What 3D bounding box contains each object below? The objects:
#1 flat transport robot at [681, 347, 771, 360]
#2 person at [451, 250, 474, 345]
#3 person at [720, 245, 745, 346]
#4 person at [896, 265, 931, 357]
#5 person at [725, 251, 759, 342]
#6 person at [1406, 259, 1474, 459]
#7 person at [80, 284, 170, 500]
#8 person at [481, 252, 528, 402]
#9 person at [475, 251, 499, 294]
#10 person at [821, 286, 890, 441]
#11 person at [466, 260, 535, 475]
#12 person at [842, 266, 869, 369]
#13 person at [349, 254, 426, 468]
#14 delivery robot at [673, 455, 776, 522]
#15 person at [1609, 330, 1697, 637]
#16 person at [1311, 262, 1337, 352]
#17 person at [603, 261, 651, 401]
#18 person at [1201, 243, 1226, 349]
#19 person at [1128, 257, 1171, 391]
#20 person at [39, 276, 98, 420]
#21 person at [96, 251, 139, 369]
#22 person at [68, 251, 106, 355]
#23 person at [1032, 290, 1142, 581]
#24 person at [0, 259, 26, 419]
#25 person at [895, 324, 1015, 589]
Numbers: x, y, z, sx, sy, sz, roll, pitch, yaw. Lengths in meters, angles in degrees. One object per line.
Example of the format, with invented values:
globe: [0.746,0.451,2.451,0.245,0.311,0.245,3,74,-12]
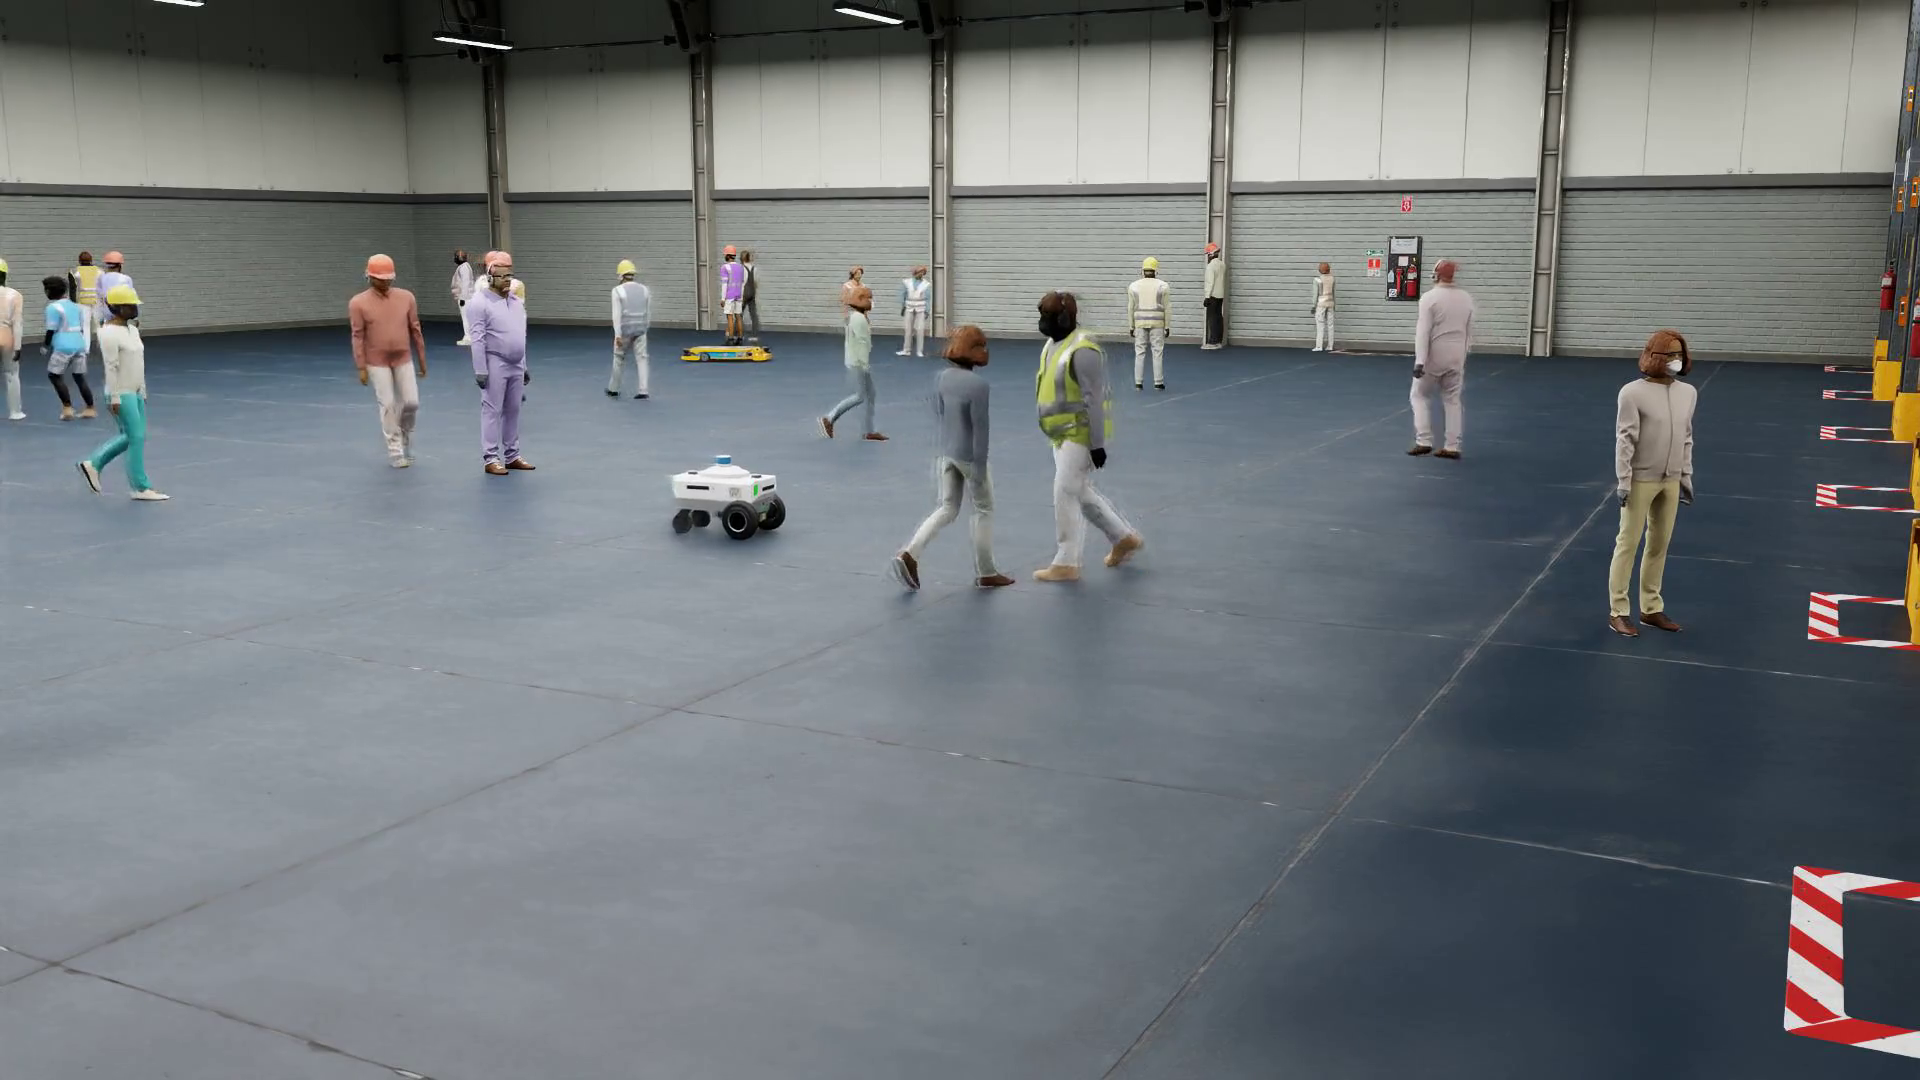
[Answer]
flat transport robot: [-3.977,-3.179,28.295,1.431,0.197,0.652,0,10,0]
person: [-9.672,-4.710,32.359,0.429,1.844,0.627,-3,11,-15]
person: [-4.356,-4.649,31.750,0.344,1.942,0.551,8,13,39]
person: [-0.820,-4.007,29.165,0.656,1.605,0.384,3,11,14]
person: [-4.340,-4.883,33.402,0.946,1.796,0.543,10,14,44]
person: [4.583,-1.730,15.958,0.698,1.892,0.642,-5,12,-26]
person: [-6.769,-1.180,13.357,0.654,1.751,0.523,-1,10,-3]
person: [-5.721,-2.668,21.016,0.577,1.911,0.751,0,10,-2]
person: [-6.413,-3.029,23.007,0.450,1.913,0.536,3,11,17]
person: [-1.082,-1.812,17.162,0.629,1.610,0.501,0,10,1]
person: [-4.102,-1.548,14.938,0.409,1.907,0.651,5,11,25]
person: [-1.671,-3.558,26.648,0.318,1.637,0.524,10,14,43]
person: [-5.214,-1.627,15.225,0.653,1.956,0.517,-6,12,-31]
delivery robot: [-1.687,-0.363,11.908,0.707,0.478,0.477,4,11,21]
person: [3.714,-0.304,8.902,0.498,1.633,0.285,-4,11,-21]
person: [6.687,-4.275,30.550,0.514,1.637,0.314,-4,11,-22]
person: [-4.313,-2.704,21.538,0.600,1.790,0.888,-9,13,-39]
person: [4.753,-4.570,31.199,0.391,1.988,0.611,7,13,34]
person: [2.608,-2.963,22.857,0.590,1.833,0.404,3,11,15]
person: [-10.279,-2.189,19.122,0.452,1.665,0.562,1,10,6]
person: [-12.824,-3.427,25.236,0.558,1.903,0.960,1,10,3]
person: [-15.570,-4.230,29.742,0.625,1.844,0.429,-8,13,-37]
person: [0.807,-0.650,10.351,0.728,1.809,0.643,-3,11,-15]
person: [-10.956,-2.257,18.912,0.603,1.875,1.002,-2,11,-13]
person: [-0.019,-0.484,9.952,0.709,1.614,0.507,-7,13,-34]
